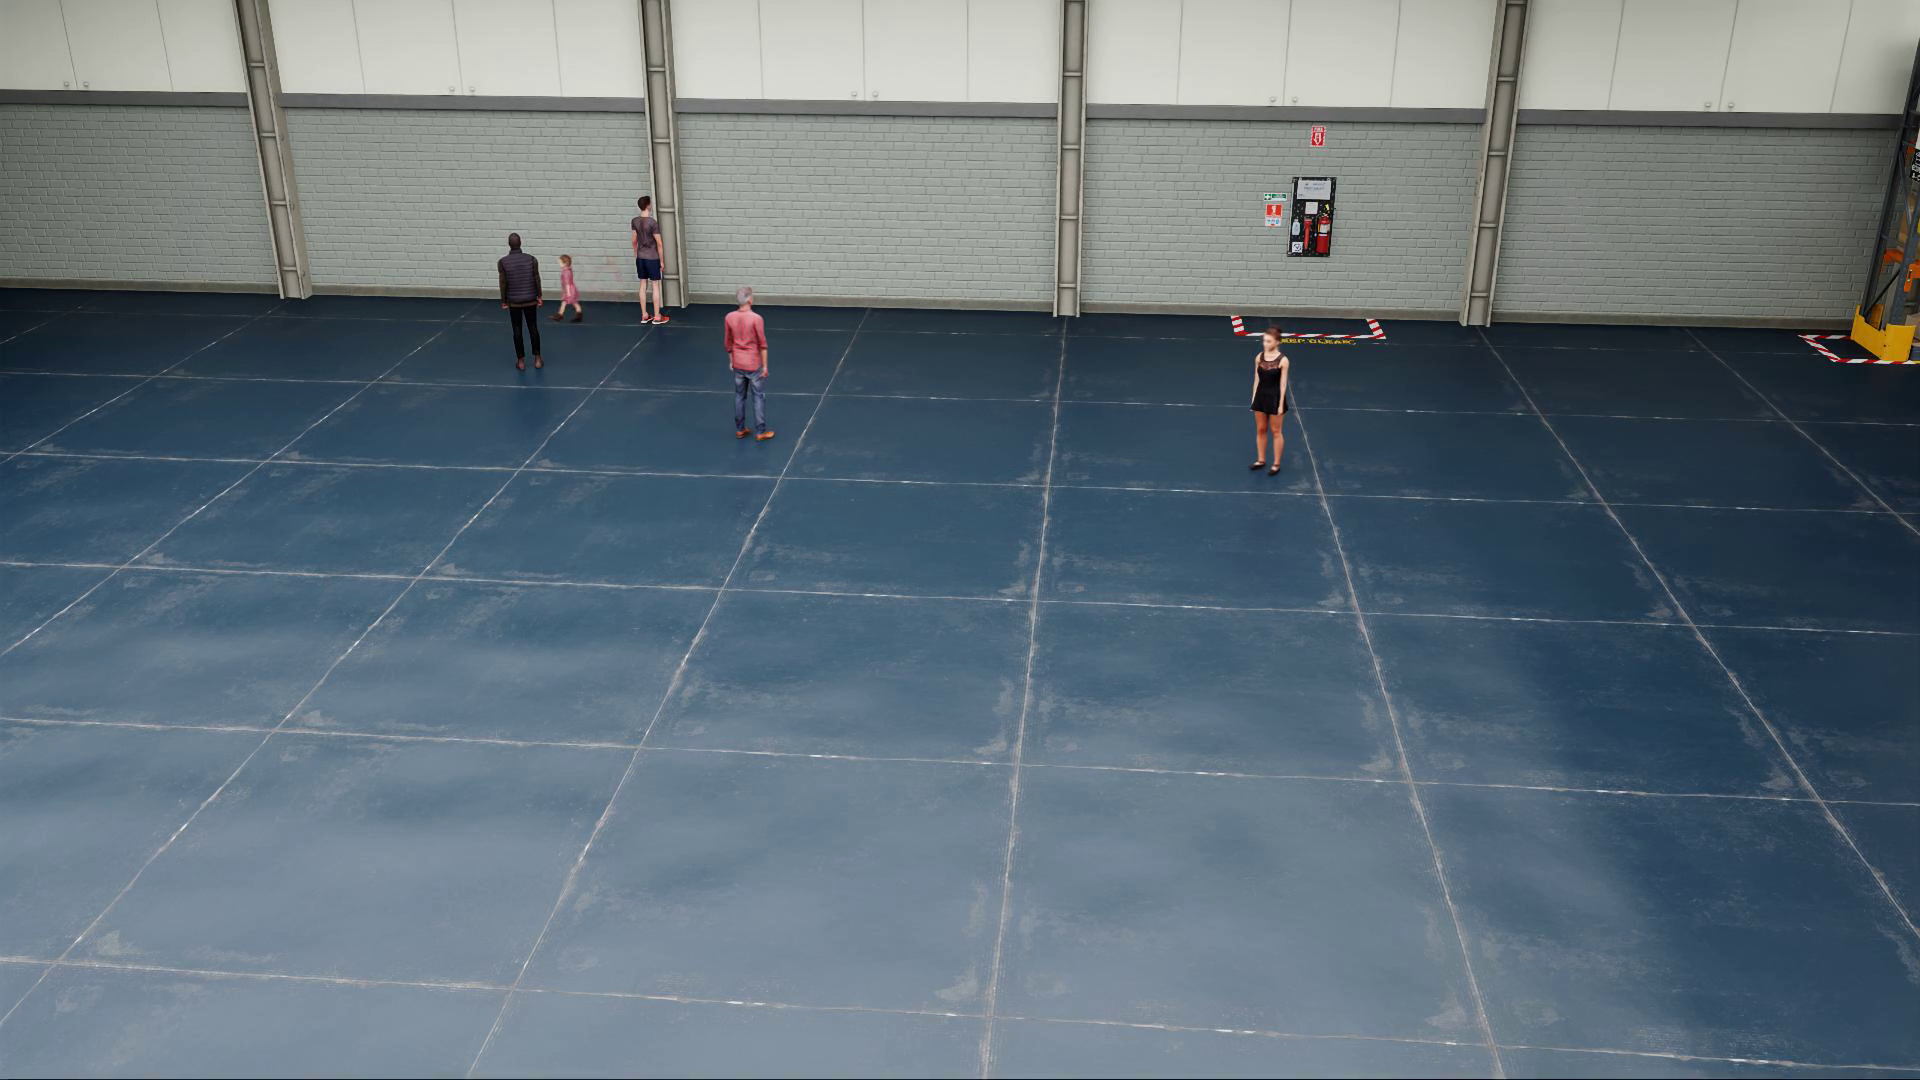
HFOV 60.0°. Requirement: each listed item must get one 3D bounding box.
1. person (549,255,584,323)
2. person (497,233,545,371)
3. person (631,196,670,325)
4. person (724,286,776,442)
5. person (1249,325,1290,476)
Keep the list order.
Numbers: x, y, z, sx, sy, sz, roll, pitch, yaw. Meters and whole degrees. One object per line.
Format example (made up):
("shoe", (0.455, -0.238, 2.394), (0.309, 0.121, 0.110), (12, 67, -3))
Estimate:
("person", (-5.673, -3.662, 24.322), (0.706, 1.002, 0.464), (1, 23, 2))
("person", (-5.832, -3.184, 22.135), (0.667, 1.835, 0.832), (-7, 24, -17))
("person", (-4.544, -4.079, 24.219), (0.605, 1.850, 0.781), (10, 25, 23))
("person", (-2.494, -2.078, 19.539), (0.620, 1.831, 0.811), (10, 25, 22))
("person", (3.464, -1.568, 18.534), (0.672, 1.679, 0.750), (20, 30, 38))
